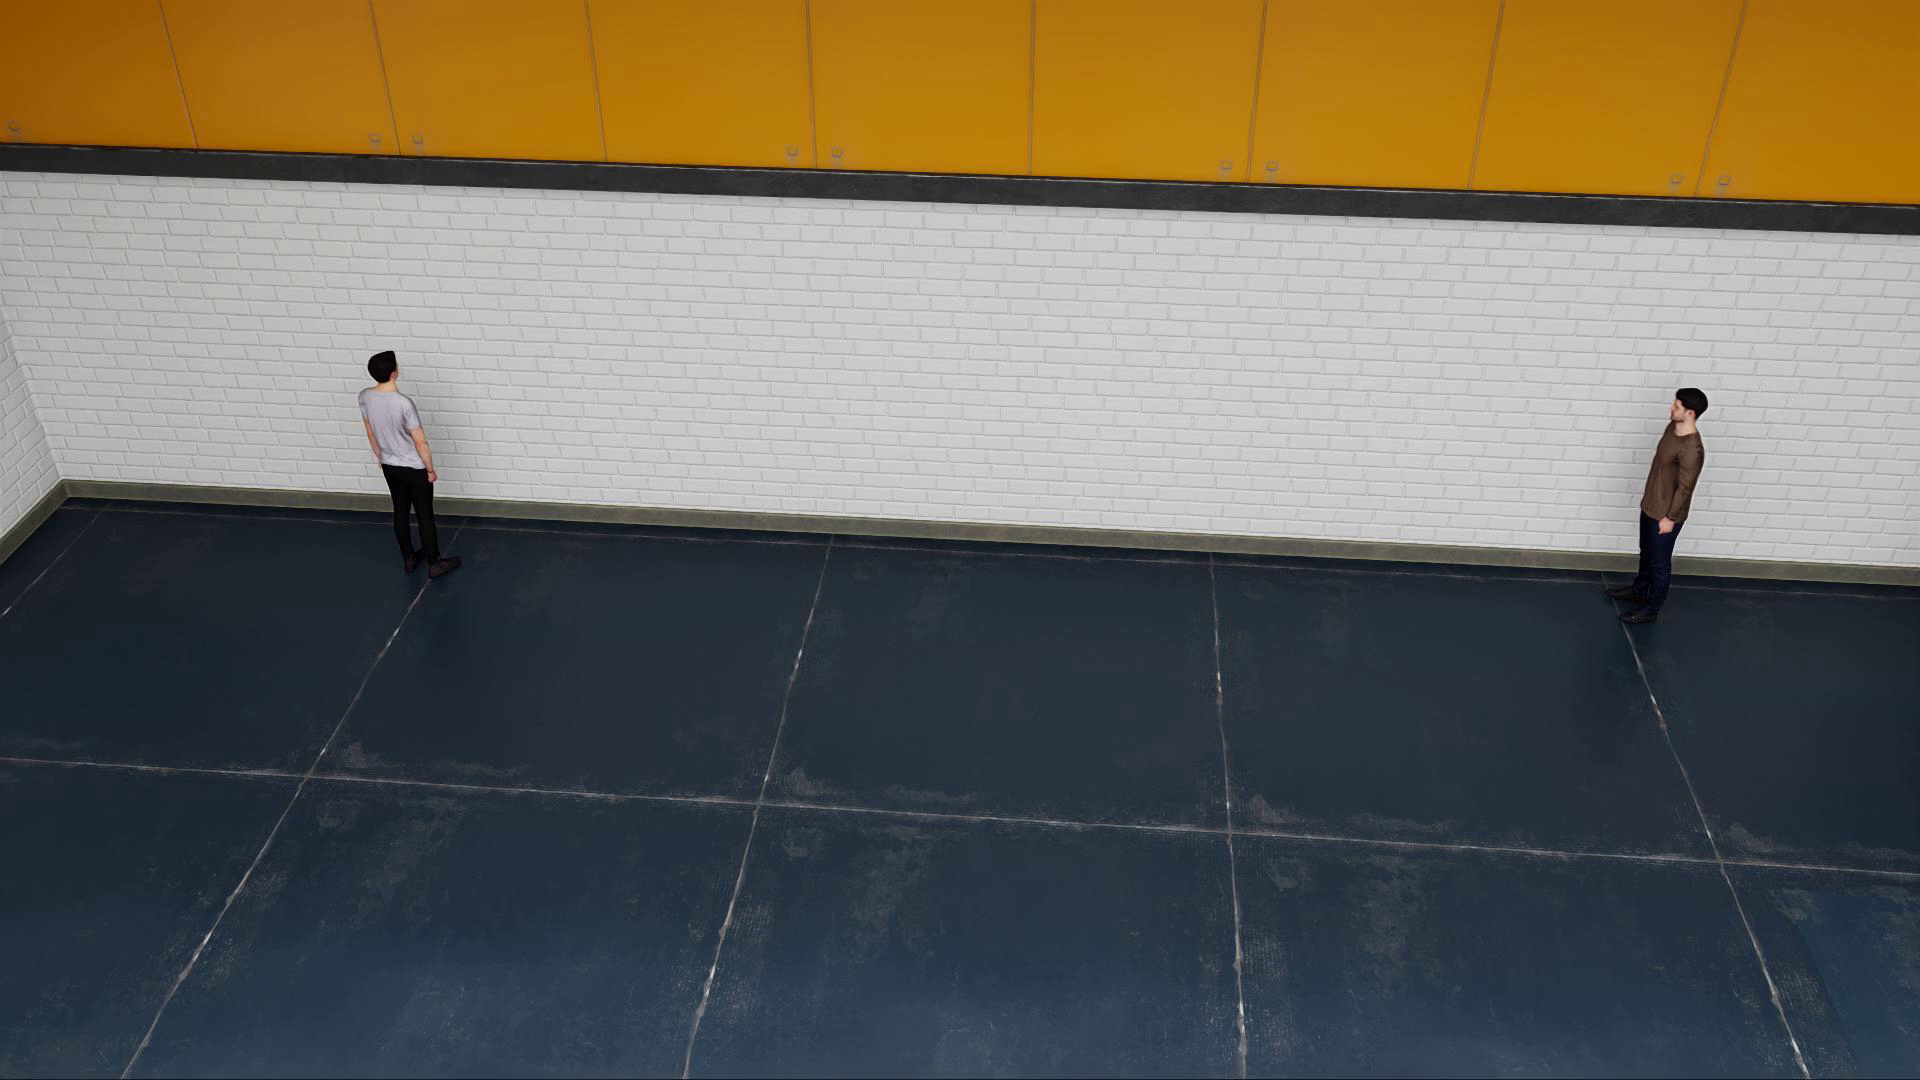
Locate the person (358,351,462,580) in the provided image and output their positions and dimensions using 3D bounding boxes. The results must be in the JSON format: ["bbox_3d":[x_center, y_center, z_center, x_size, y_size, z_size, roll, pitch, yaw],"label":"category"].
[{"bbox_3d":[-4.143,-0.557,12.383,0.720,1.863,0.657,13,36,18],"label":"person"}]

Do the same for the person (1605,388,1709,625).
[{"bbox_3d":[5.048,-0.250,11.901,0.714,1.887,0.495,1,34,1],"label":"person"}]
